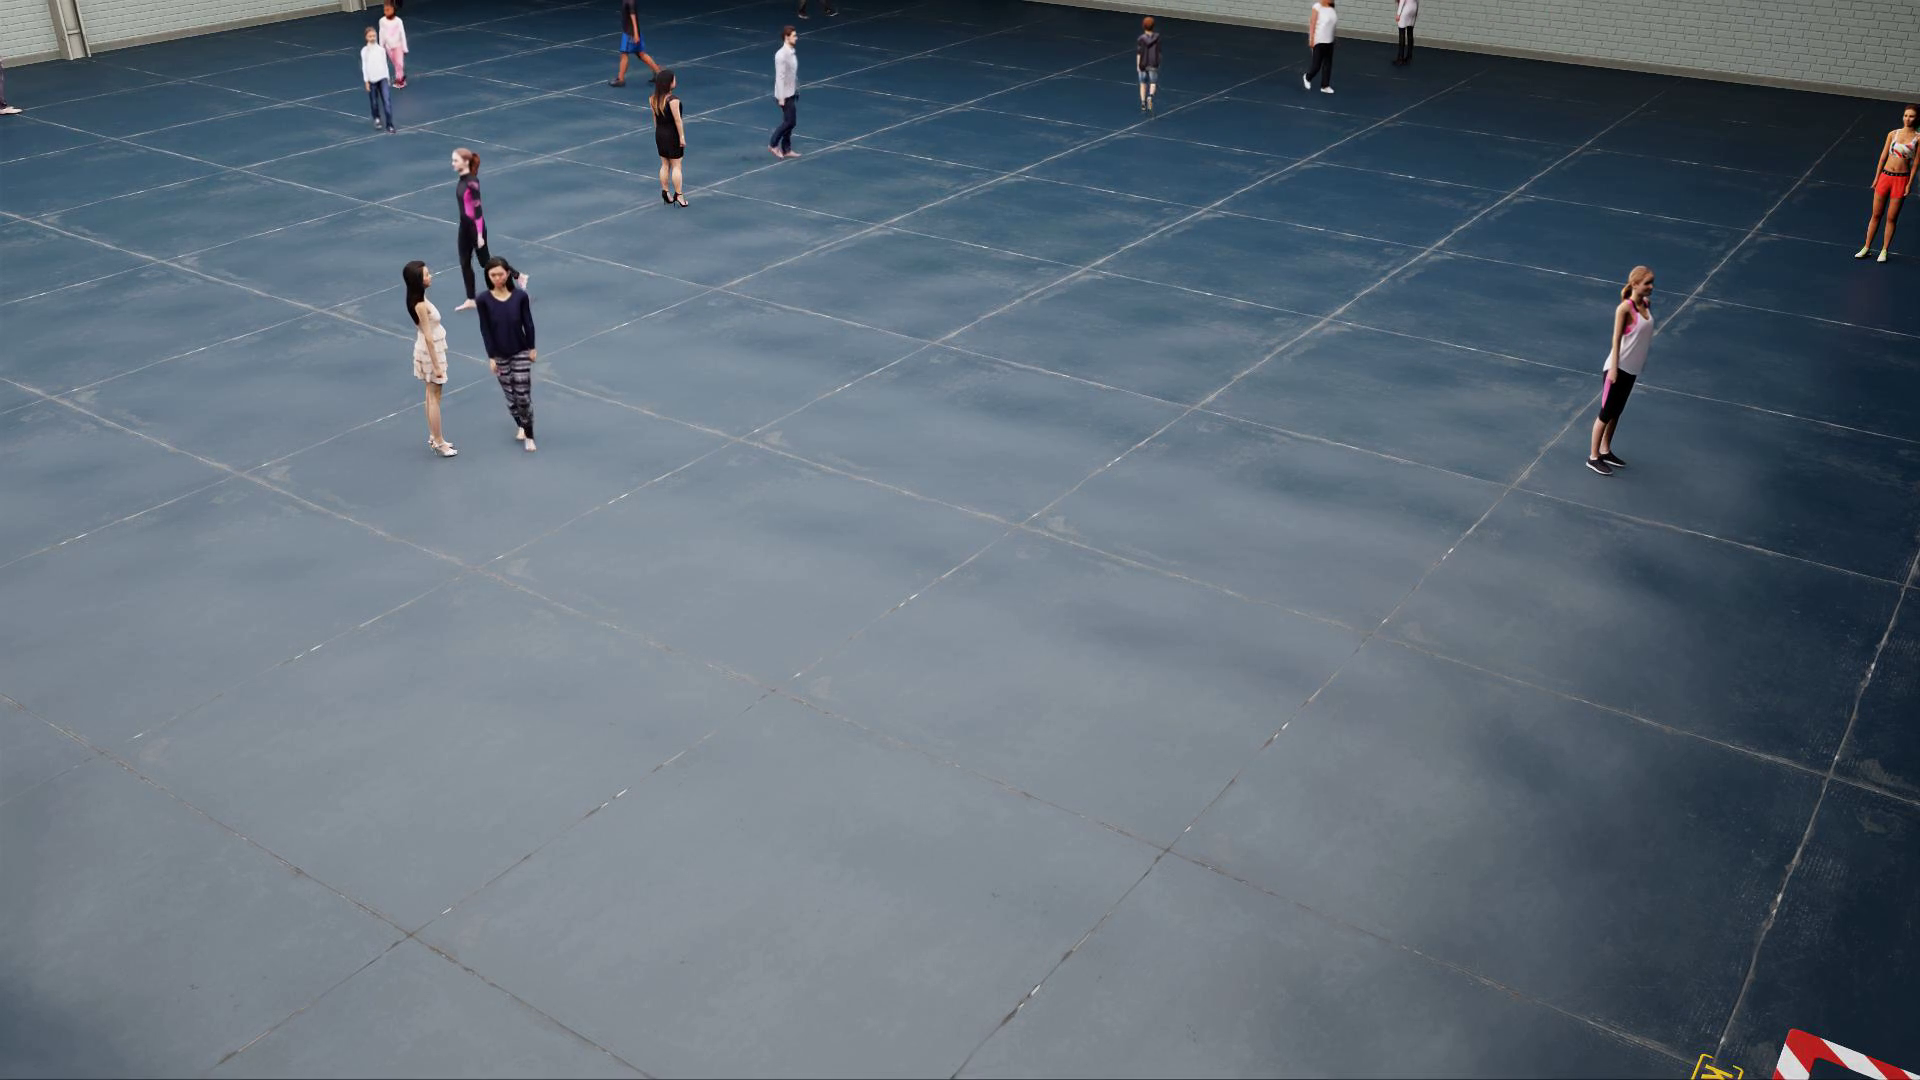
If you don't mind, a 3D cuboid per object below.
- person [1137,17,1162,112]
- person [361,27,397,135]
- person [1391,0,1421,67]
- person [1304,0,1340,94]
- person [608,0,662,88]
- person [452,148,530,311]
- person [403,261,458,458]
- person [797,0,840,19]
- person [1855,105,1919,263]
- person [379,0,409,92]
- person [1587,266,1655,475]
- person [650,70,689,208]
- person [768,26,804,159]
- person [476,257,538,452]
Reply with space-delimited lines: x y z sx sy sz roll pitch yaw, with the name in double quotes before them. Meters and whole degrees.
"person" 2.951 -7.407 25.951 0.778 1.437 0.922 2 27 3
"person" -8.693 -6.836 24.758 1.105 1.513 0.982 -12 30 -22
"person" 7.857 -9.261 29.150 0.688 1.804 0.790 -13 30 -24
"person" 5.929 -8.185 27.200 0.821 1.676 0.866 -17 32 -29
"person" -5.334 -8.390 27.506 1.214 1.760 1.131 -6 28 -11
"person" -5.066 -3.294 17.649 1.120 1.723 0.805 -18 32 -31
"person" -4.552 -1.552 14.254 0.683 1.735 0.664 -12 29 -21
"person" -2.893 -10.865 31.935 0.885 1.680 1.090 10 29 18
"person" 10.771 -4.120 19.178 0.587 1.791 0.589 22 34 36
"person" -9.306 -8.142 27.408 0.889 1.409 1.049 1 27 2
"person" 5.562 -1.443 13.984 0.544 1.788 0.716 -21 34 -35
"person" -3.702 -5.118 21.198 0.663 1.717 0.595 20 33 34
"person" -2.520 -6.267 23.301 0.893 1.835 0.805 5 28 9
"person" -3.937 -1.678 14.522 0.867 1.713 0.925 -5 28 -10
